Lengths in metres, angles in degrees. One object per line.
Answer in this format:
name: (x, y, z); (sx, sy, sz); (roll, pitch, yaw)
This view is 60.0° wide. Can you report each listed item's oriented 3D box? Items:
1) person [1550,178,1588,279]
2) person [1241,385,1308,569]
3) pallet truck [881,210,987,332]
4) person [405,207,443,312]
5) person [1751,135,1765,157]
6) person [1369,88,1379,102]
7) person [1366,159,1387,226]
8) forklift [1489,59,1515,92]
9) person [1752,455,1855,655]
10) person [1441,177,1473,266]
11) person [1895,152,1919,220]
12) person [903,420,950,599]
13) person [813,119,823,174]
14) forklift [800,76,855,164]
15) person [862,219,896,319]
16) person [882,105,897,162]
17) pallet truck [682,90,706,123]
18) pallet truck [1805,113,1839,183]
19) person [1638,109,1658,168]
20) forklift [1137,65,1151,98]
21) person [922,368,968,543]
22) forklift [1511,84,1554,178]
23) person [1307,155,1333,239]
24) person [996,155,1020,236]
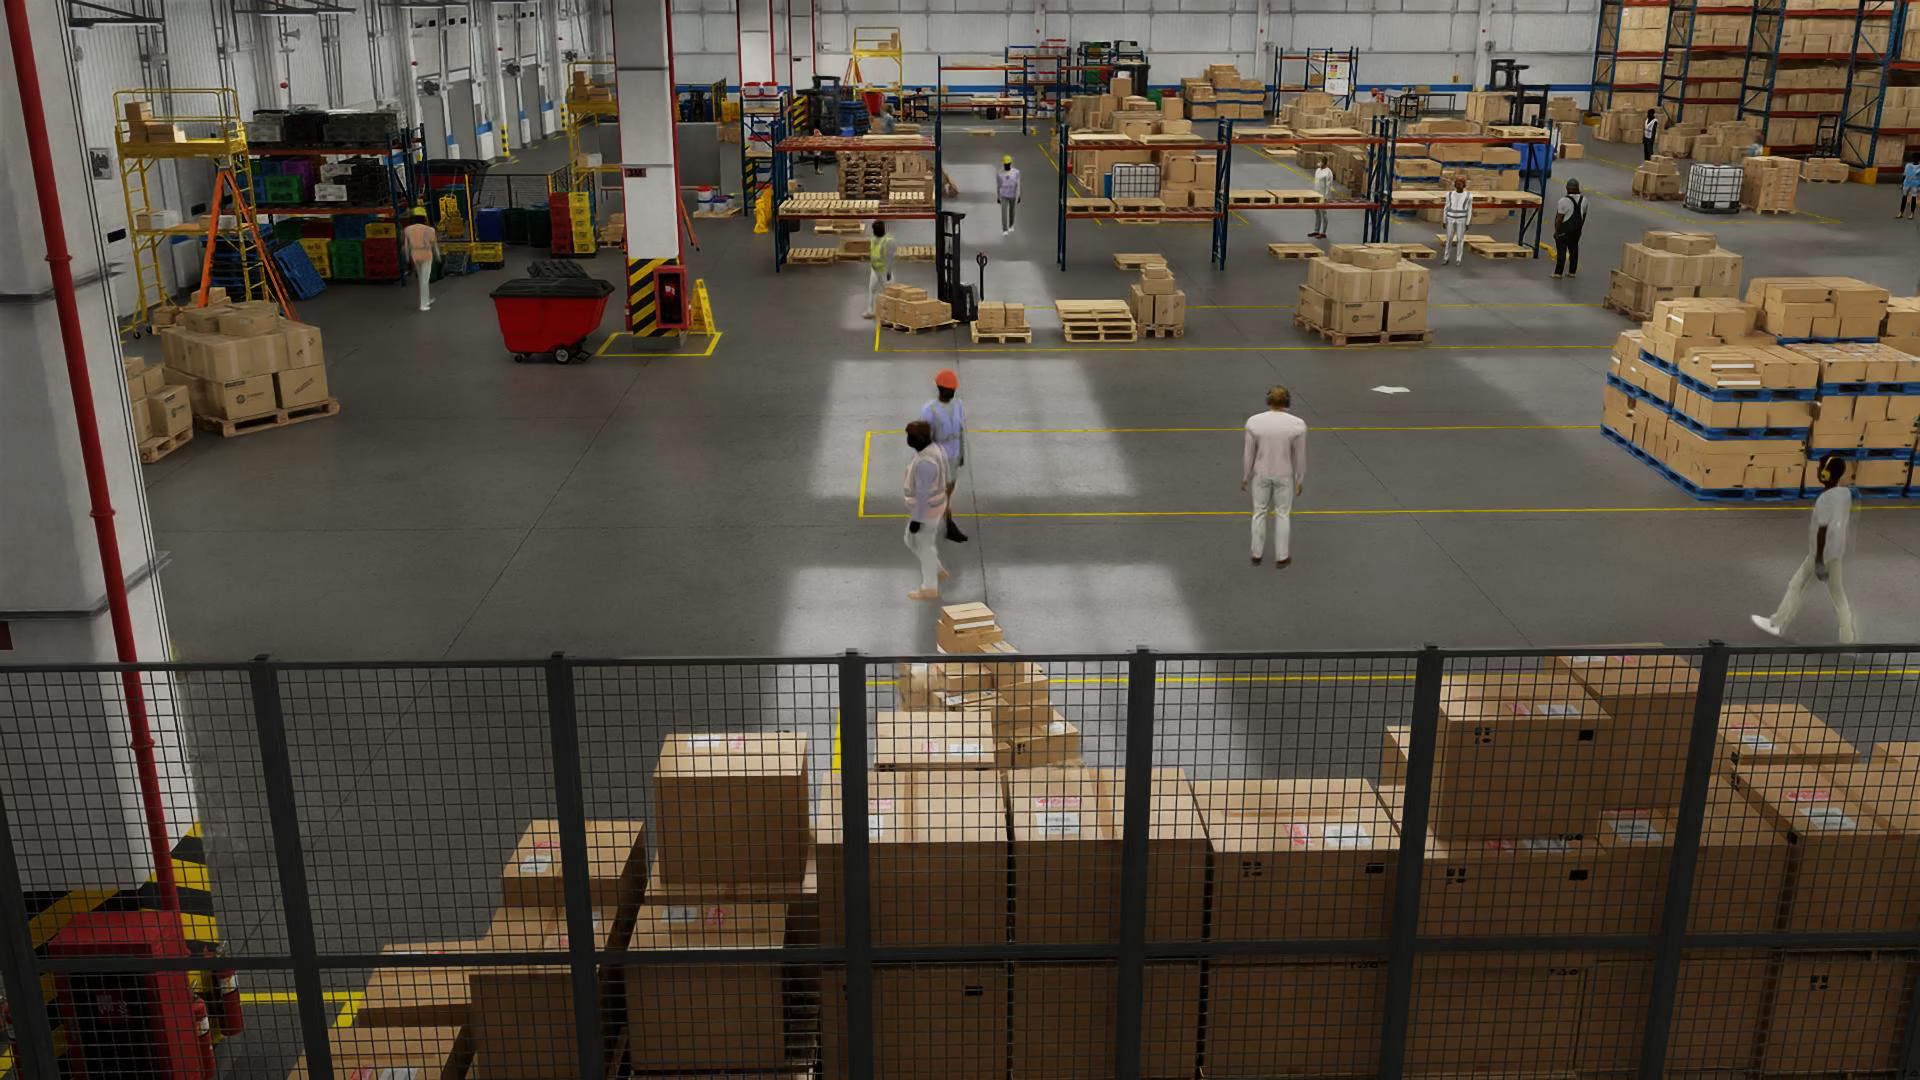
person: (12.462, -6.398, 34.146); (0.687, 2.000, 0.535); (-6, 19, -17)
person: (3.275, -0.664, 17.338); (0.653, 1.926, 0.507); (5, 19, 14)
pallet truck: (-0.493, -4.759, 29.349); (1.885, 1.965, 0.823); (-13, 23, -34)
person: (-9.940, -5.243, 30.956); (0.608, 1.882, 0.936); (4, 19, 11)
person: (23.065, -10.861, 48.041); (0.551, 1.612, 0.698); (-17, 25, -42)
person: (16.039, -16.697, 64.926); (0.589, 1.892, 0.608); (10, 21, 27)
person: (10.418, -8.699, 41.589); (0.523, 1.638, 0.310); (17, 25, 41)
forklift: (21.872, -18.053, 67.426); (1.129, 2.768, 1.873); (-6, 19, -16)
person: (7.866, 0.112, 15.184); (0.504, 1.821, 0.998); (-10, 21, -27)
person: (10.636, -6.816, 35.629); (0.574, 1.883, 0.356); (10, 21, 26)
person: (24.393, -9.078, 42.633); (0.319, 1.693, 0.532); (-15, 24, -37)
person: (-0.350, -0.292, 16.364); (0.439, 1.822, 0.619); (-1, 19, -3)
person: (-4.491, -12.415, 52.523); (0.319, 1.697, 0.533); (-2, 19, -7)
forklift: (-4.427, -14.116, 55.747); (1.129, 2.768, 1.873); (10, 21, 28)
person: (-1.360, -4.922, 30.135); (0.905, 1.809, 0.632); (-16, 24, -39)
person: (-2.296, -13.504, 55.425); (0.590, 1.922, 0.630); (-9, 21, -26)
pallet truck: (-9.671, -15.907, 62.421); (0.823, 1.965, 1.885); (5, 19, 15)
pallet truck: (26.403, -11.957, 50.702); (0.823, 1.965, 1.885); (6, 19, 16)
person: (22.396, -13.019, 53.992); (0.390, 1.912, 0.589); (-3, 19, -7)
forklift: (6.899, -16.526, 62.896); (1.873, 2.768, 1.129); (4, 19, 13)
person: (-0.209, -0.971, 18.251); (0.555, 1.912, 0.832); (-17, 25, -40)
forklift: (17.642, -12.696, 51.535); (1.129, 2.768, 1.873); (-1, 19, -1)
person: (8.570, -8.138, 39.465); (0.373, 1.940, 0.630); (-7, 20, -20)
person: (1.153, -8.339, 40.116); (0.586, 1.902, 0.855); (0, 19, -1)
